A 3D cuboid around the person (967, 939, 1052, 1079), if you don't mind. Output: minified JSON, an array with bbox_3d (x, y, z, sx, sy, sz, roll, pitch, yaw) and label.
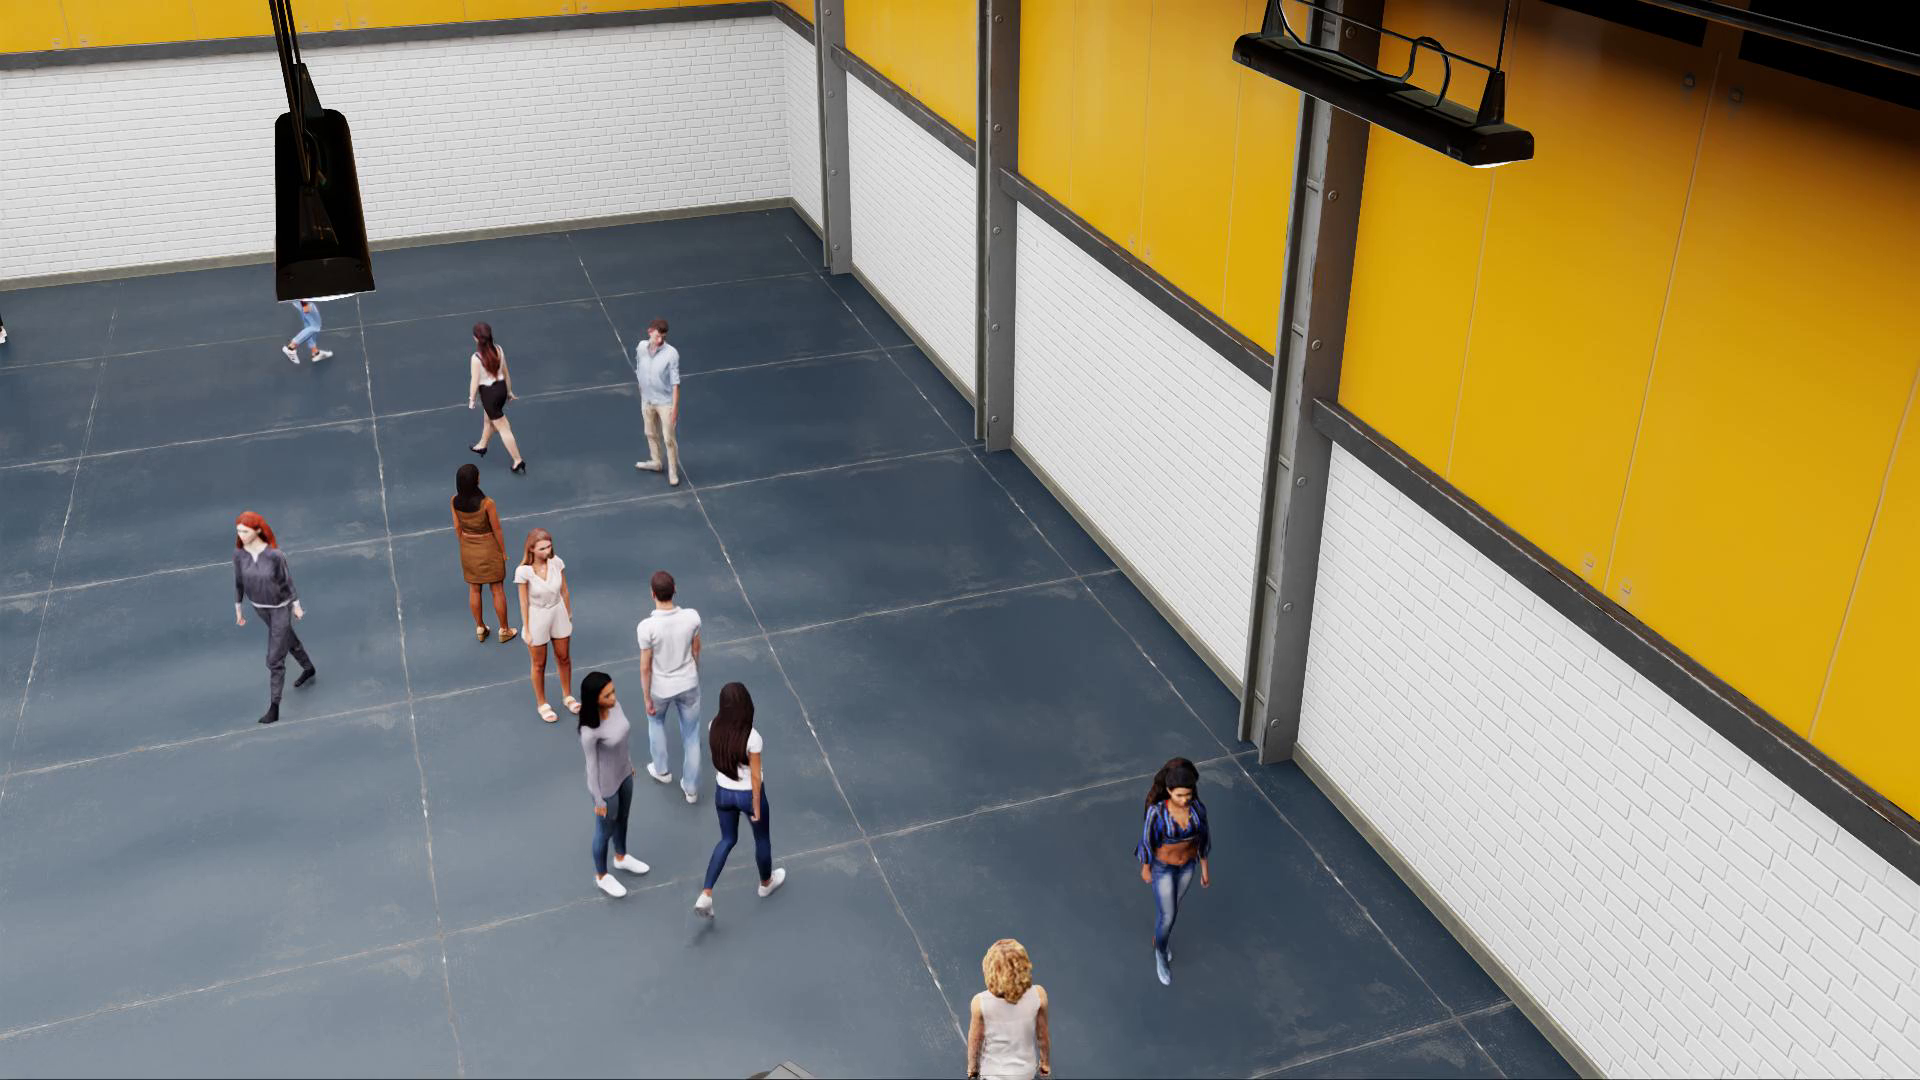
[{"bbox_3d":[0.275,2.908,9.082,0.673,1.662,0.733,-4,29,-8],"label":"person"}]

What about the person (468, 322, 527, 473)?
[{"bbox_3d":[-4.716,-1.416,17.060,1.078,1.614,0.983,15,32,25],"label":"person"}]

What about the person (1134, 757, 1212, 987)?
[{"bbox_3d":[1.342,2.053,10.706,0.605,1.608,0.643,-10,30,-18],"label":"person"}]

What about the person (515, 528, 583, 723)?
[{"bbox_3d":[-3.284,0.645,13.198,0.622,1.694,0.617,-18,34,-30],"label":"person"}]

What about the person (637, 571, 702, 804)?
[{"bbox_3d":[-2.057,1.134,12.160,0.659,1.830,0.768,-13,31,-23],"label":"person"}]

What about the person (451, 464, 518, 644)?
[{"bbox_3d":[-4.078,0.116,14.171,0.636,1.690,0.649,4,29,8],"label":"person"}]

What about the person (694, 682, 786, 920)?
[{"bbox_3d":[-1.522,1.767,11.076,1.016,1.755,1.072,14,32,24],"label":"person"}]

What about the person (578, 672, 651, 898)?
[{"bbox_3d":[-2.413,1.639,11.336,0.776,1.732,0.675,9,30,16],"label":"person"}]

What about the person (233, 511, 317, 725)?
[{"bbox_3d":[-5.477,0.529,13.380,1.010,1.723,1.205,6,29,11],"label":"person"}]

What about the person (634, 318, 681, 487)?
[{"bbox_3d":[-3.065,-1.435,16.878,0.898,1.820,0.965,20,34,32],"label":"person"}]
